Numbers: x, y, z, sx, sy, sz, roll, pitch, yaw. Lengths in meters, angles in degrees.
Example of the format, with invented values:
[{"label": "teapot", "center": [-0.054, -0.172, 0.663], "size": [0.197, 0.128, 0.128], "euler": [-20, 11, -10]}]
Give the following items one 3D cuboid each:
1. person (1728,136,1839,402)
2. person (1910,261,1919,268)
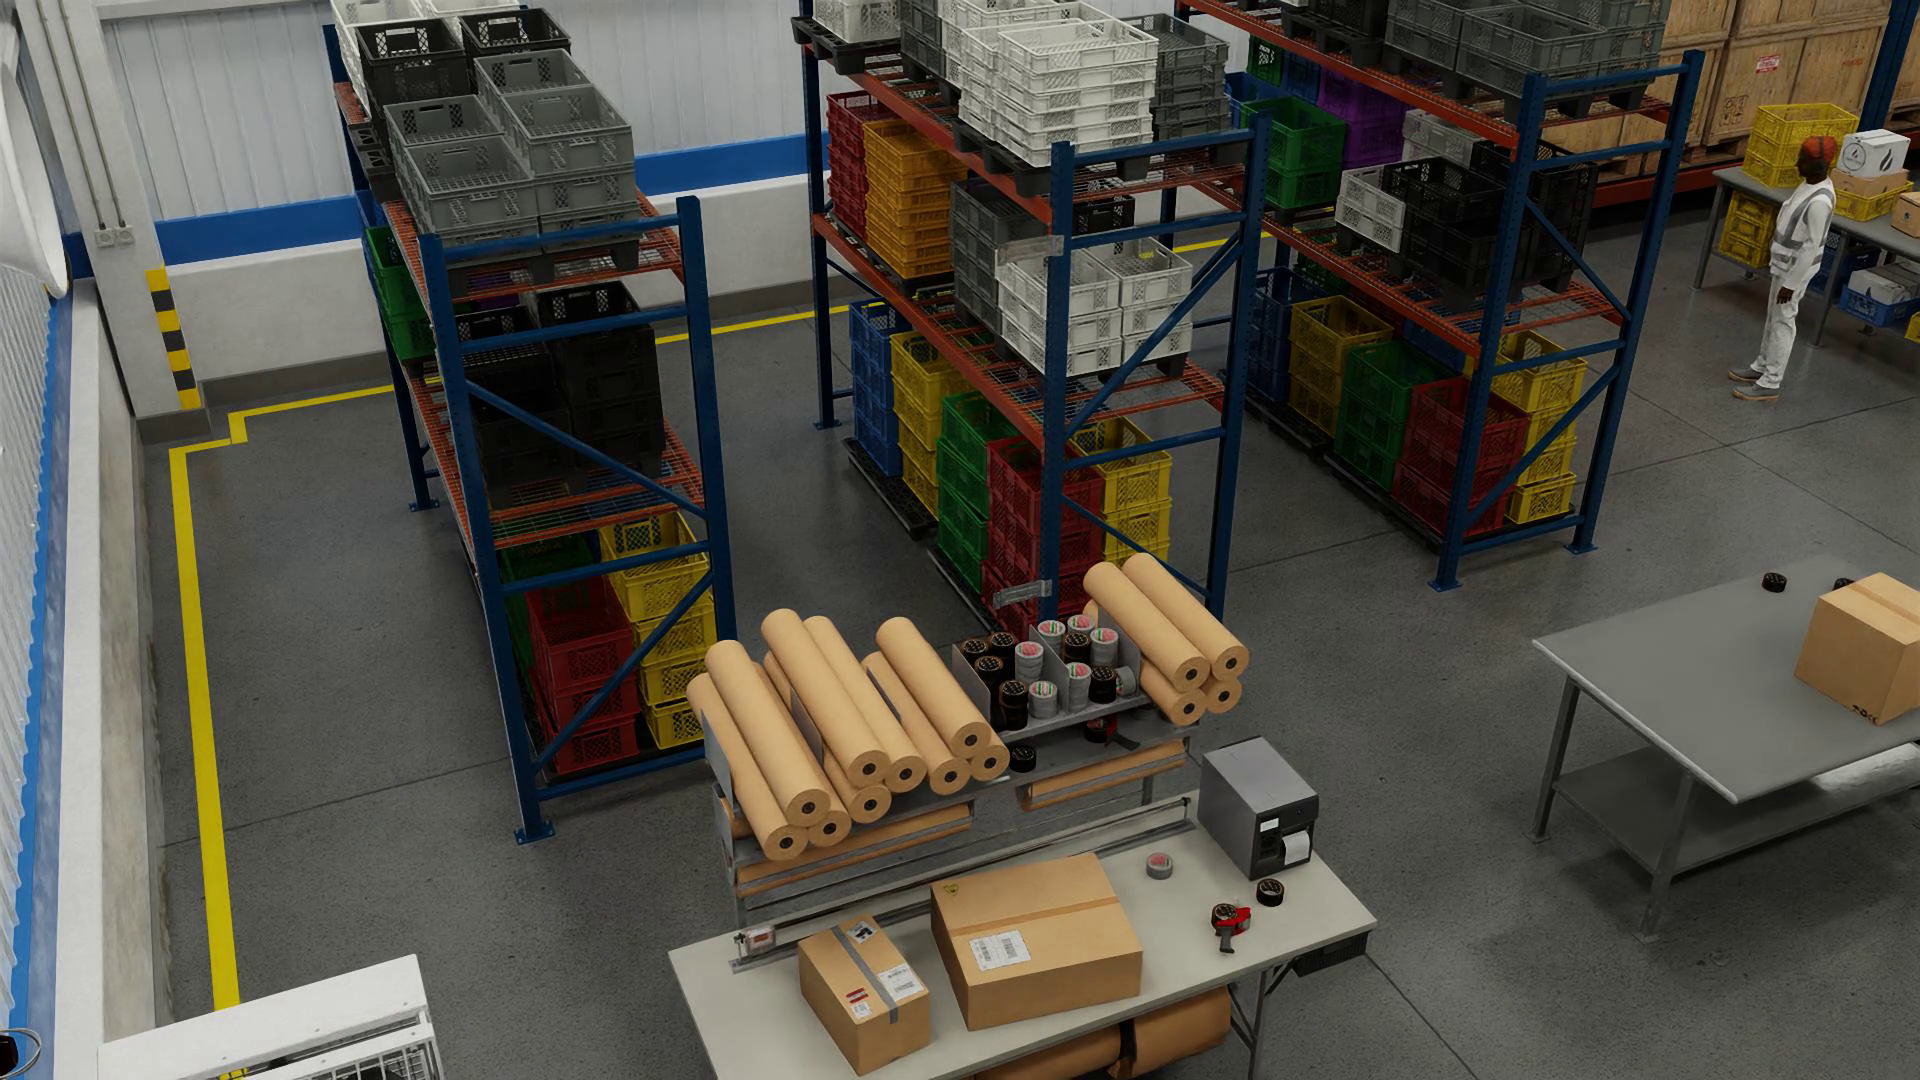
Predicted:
[{"label": "person", "center": [5.708, -1.865, 11.446], "size": [0.356, 1.886, 0.574], "euler": [9, 33, 15]}, {"label": "person", "center": [7.488, -2.513, 12.512], "size": [0.328, 1.872, 0.510], "euler": [-22, 38, -32]}]
